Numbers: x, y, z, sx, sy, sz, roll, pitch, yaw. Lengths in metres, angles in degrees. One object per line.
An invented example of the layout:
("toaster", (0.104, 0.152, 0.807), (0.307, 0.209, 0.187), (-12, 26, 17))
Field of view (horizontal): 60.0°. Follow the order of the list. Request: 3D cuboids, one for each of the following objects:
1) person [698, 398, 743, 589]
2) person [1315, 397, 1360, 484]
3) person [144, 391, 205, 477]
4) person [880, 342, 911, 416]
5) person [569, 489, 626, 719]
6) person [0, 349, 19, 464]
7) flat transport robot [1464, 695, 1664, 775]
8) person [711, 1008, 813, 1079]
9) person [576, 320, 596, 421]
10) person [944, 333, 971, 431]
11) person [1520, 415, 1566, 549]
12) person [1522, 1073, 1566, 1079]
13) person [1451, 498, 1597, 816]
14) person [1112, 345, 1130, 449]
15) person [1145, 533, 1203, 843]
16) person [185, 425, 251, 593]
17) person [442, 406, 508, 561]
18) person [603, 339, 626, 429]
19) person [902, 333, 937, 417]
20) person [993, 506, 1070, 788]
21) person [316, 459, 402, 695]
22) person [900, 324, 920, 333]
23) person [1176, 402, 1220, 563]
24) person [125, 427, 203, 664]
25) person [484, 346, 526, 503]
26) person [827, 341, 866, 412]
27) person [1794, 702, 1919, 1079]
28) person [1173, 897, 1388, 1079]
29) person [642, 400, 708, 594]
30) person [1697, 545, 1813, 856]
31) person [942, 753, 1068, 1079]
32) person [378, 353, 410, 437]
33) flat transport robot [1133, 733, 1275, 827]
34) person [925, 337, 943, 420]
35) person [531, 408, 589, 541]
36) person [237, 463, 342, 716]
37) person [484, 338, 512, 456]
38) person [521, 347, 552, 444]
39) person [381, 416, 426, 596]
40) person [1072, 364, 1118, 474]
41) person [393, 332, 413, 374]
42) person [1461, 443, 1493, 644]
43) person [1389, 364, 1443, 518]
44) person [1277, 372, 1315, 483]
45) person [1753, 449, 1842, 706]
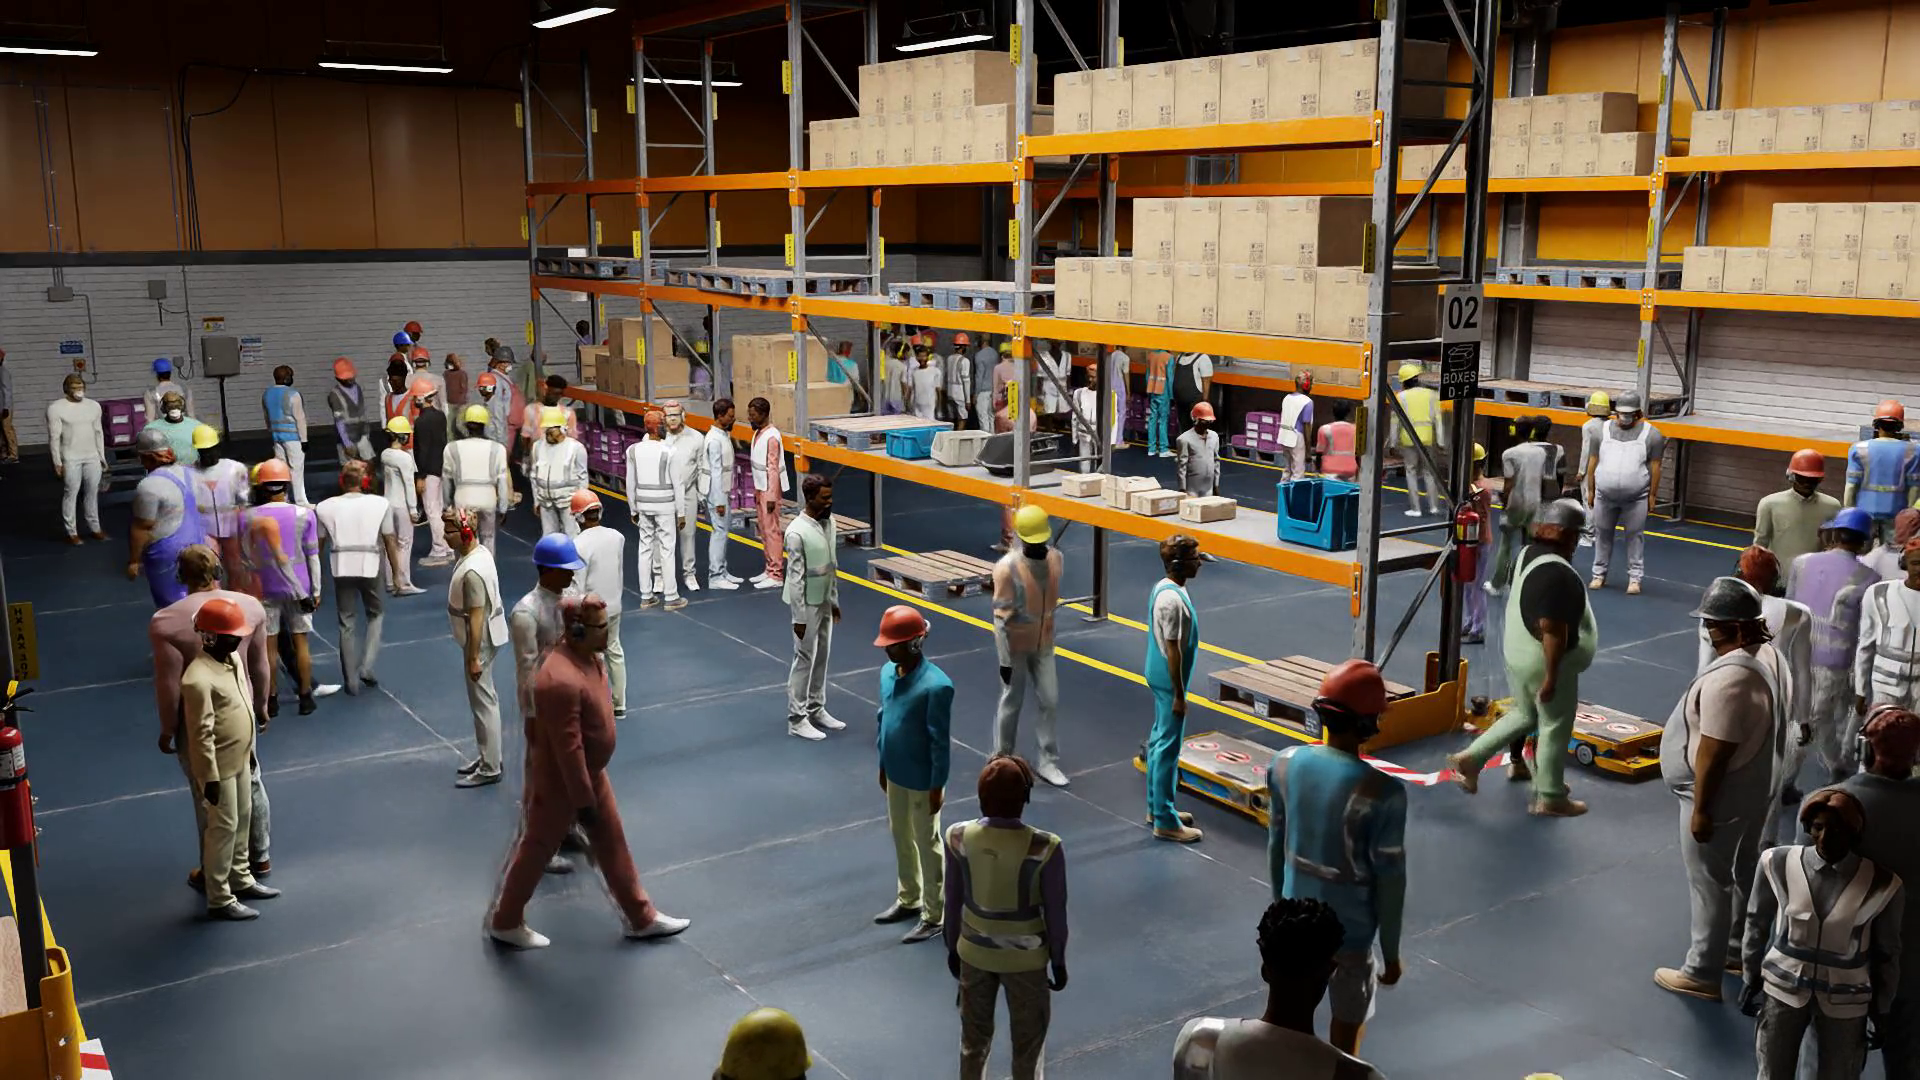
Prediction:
("person", (-2.391, -0.458, 16.546), (0.405, 1.909, 0.597), (0, 11, -3))
("person", (4.288, -0.773, 18.747), (0.533, 1.677, 0.745), (-1, 11, -7))
("person", (-7.952, -0.553, 16.946), (0.634, 1.937, 0.355), (-8, 14, -36))
("person", (-1.066, -2.074, 25.025), (0.714, 1.826, 0.393), (9, 14, 37))
("person", (-2.667, 0.494, 12.090), (0.346, 1.741, 0.563), (6, 12, 28))
("person", (-14.368, -2.015, 24.901), (0.563, 1.752, 0.328), (10, 15, 41))
("flat transport robot", (4.320, 1.316, 11.658), (0.652, 0.197, 1.431), (-7, 13, -31))
("person", (-0.513, 2.026, 4.279), (0.492, 1.731, 0.324), (6, 13, 28))
("person", (-6.379, -2.803, 28.484), (0.367, 1.933, 0.627), (2, 11, 12))
("person", (-0.004, -2.182, 25.313), (0.389, 1.930, 0.544), (-8, 14, -36))
("person", (5.870, -0.422, 16.887), (0.536, 1.699, 0.322), (0, 11, -1))
("person", (1.343, 2.127, 3.856), (0.320, 1.701, 0.625), (0, 11, 1))
("person", (3.529, 0.708, 10.227), (0.747, 2.000, 0.700), (-1, 11, -3))
("person", (2.529, -2.357, 26.460), (0.351, 1.834, 0.518), (-7, 13, -33))
("person", (1.275, 0.867, 9.912), (0.343, 1.847, 0.506), (0, 11, 0))
("person", (-6.647, -0.114, 14.896), (0.586, 1.879, 1.023), (-4, 12, -22))
("person", (-4.701, -0.362, 16.128), (0.616, 1.867, 0.982), (-4, 12, -17))
("person", (-5.558, -2.350, 26.660), (0.376, 1.739, 0.566), (-5, 12, -26))
("person", (-0.620, -2.192, 25.401), (0.546, 1.921, 0.535), (1, 11, 5))
("person", (0.463, 0.684, 10.772), (0.614, 1.869, 0.785), (-7, 13, -34))
("person", (-4.706, 0.291, 12.937), (0.694, 1.813, 0.482), (-3, 11, -14))
("person", (-0.959, -3.441, 31.819), (0.615, 1.901, 0.432), (-9, 14, -39))
("person", (2.550, -0.602, 17.694), (0.566, 1.744, 0.350), (-7, 13, -32))
("person", (-6.498, 0.081, 13.437), (0.747, 2.000, 0.700), (1, 11, 3))
("person", (-5.874, -1.510, 21.581), (0.535, 2.000, 0.674), (-2, 11, -10))
("person", (-1.789, -2.152, 25.550), (0.575, 1.792, 0.997), (8, 14, 36))
("person", (3.456, 1.547, 6.314), (0.644, 1.898, 0.397), (3, 11, 13))
("person", (0.842, 1.887, 4.423), (0.609, 1.960, 0.365), (6, 13, 29))
("person", (-2.803, -0.428, 16.387), (0.642, 1.910, 0.401), (-3, 11, -15))
("person", (4.514, 0.944, 9.471), (0.600, 1.859, 0.712), (5, 12, 25))
("person", (0.170, 1.641, 6.512), (0.519, 1.633, 0.314), (5, 12, 24))
("person", (-7.489, -1.575, 22.352), (0.577, 1.877, 0.342), (-3, 12, -17))
("flat transport robot", (1.812, 1.507, 10.682), (0.652, 0.197, 1.431), (-7, 13, -32))
("person", (-0.522, -2.510, 27.606), (0.499, 1.685, 0.906), (1, 11, 3))
("person", (-3.952, -0.392, 16.391), (0.591, 1.833, 0.404), (3, 11, 14))
("person", (-5.109, 0.368, 12.386), (0.879, 1.890, 0.607), (-8, 14, -35))
("person", (-7.113, -2.196, 25.614), (0.351, 1.838, 0.507), (-6, 13, -30))
("person", (-6.776, -2.297, 26.741), (0.528, 1.607, 0.535), (4, 12, 20))
("person", (-5.464, -0.332, 16.285), (0.338, 1.757, 0.518), (-10, 15, -43))
("person", (1.660, -1.239, 20.601), (0.576, 1.881, 0.352), (4, 12, 21))
("person", (-8.439, -2.175, 25.215), (0.391, 1.949, 0.602), (-3, 11, -14))
("person", (4.446, 0.023, 14.483), (0.341, 1.753, 0.530), (0, 11, 0))
("person", (5.604, -1.225, 20.524), (0.611, 1.880, 0.525), (-1, 11, -4))
("person", (4.066, -1.120, 20.147), (0.410, 1.830, 0.574), (-4, 12, -18))
("person", (6.243, 0.299, 12.444), (0.622, 1.990, 0.402), (1, 11, 6))
